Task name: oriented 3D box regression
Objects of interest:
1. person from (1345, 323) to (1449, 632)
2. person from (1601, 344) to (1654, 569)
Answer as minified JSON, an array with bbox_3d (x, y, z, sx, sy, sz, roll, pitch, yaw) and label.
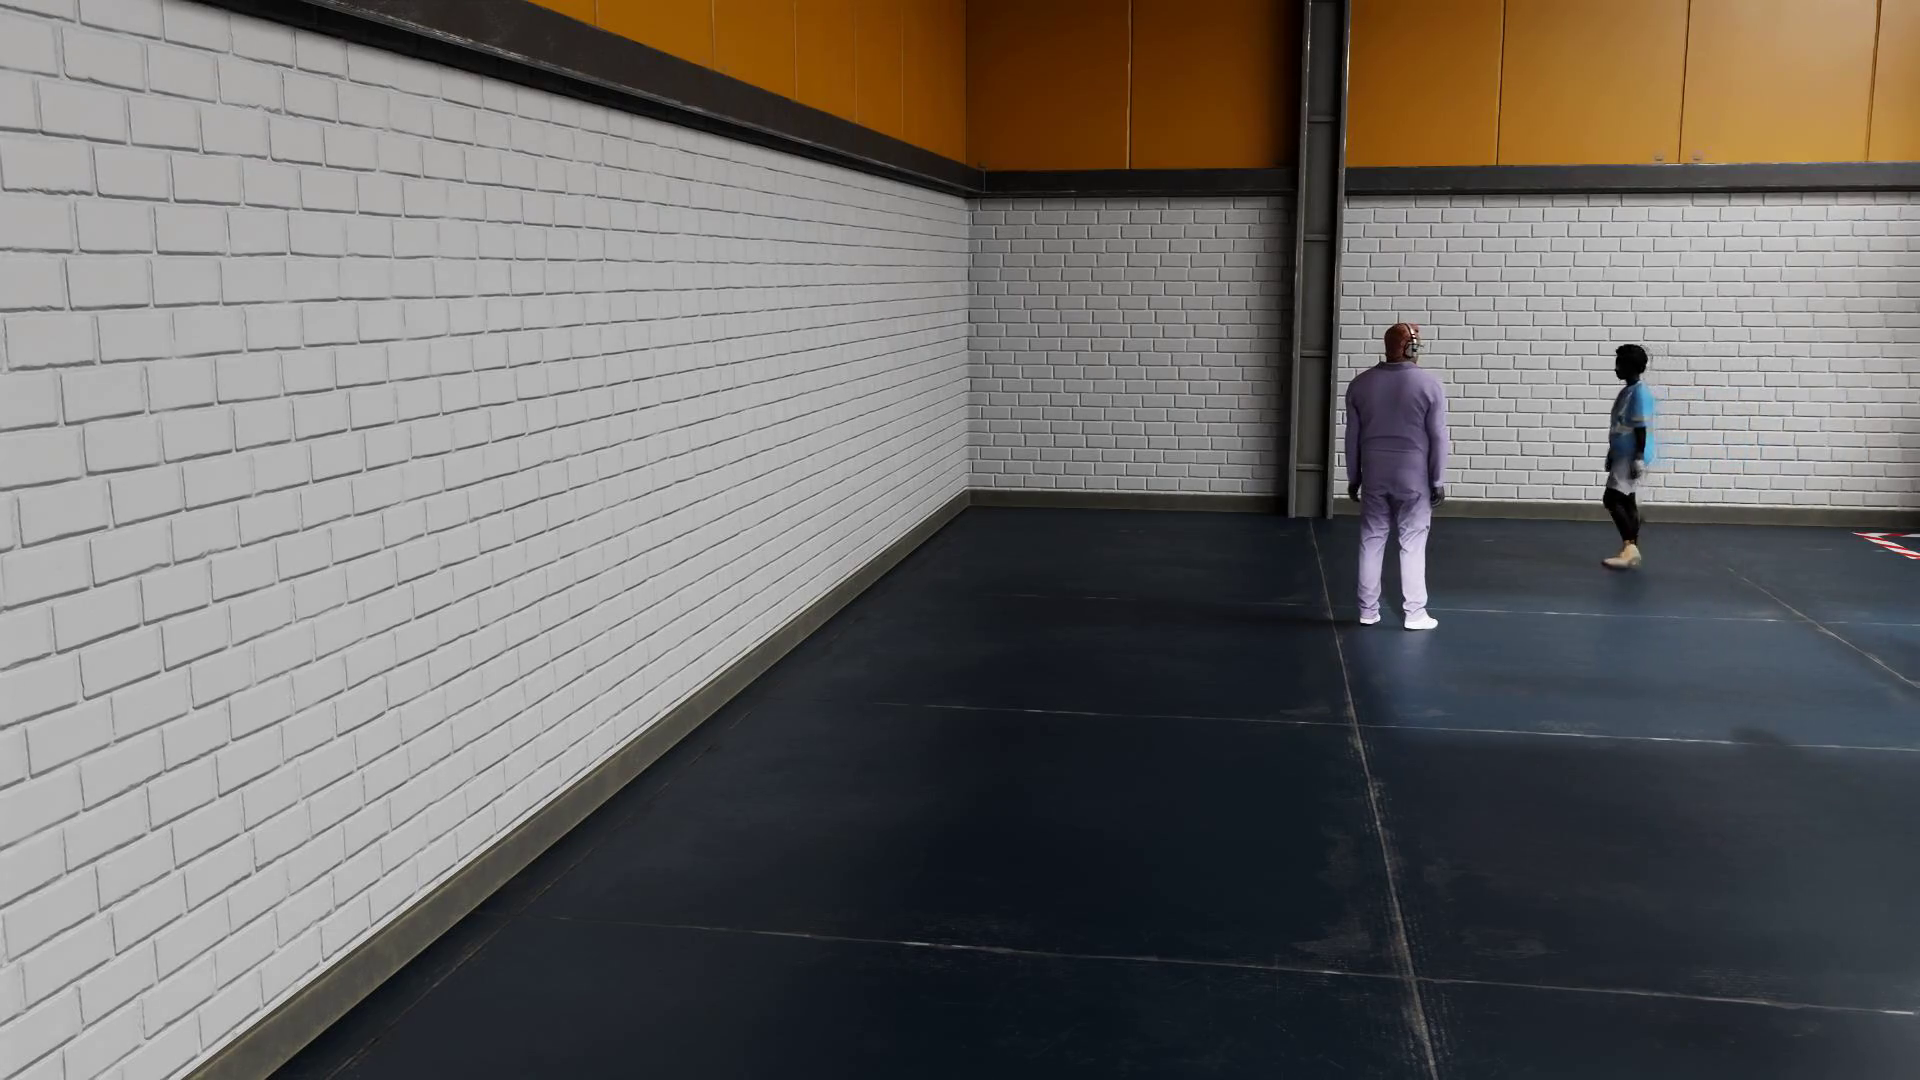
[{"bbox_3d":[2.715,-0.388,10.324,0.638,1.904,0.402,7,11,35],"label":"person"},{"bbox_3d":[4.928,-0.609,12.350,0.406,1.682,0.560,2,9,10],"label":"person"}]
